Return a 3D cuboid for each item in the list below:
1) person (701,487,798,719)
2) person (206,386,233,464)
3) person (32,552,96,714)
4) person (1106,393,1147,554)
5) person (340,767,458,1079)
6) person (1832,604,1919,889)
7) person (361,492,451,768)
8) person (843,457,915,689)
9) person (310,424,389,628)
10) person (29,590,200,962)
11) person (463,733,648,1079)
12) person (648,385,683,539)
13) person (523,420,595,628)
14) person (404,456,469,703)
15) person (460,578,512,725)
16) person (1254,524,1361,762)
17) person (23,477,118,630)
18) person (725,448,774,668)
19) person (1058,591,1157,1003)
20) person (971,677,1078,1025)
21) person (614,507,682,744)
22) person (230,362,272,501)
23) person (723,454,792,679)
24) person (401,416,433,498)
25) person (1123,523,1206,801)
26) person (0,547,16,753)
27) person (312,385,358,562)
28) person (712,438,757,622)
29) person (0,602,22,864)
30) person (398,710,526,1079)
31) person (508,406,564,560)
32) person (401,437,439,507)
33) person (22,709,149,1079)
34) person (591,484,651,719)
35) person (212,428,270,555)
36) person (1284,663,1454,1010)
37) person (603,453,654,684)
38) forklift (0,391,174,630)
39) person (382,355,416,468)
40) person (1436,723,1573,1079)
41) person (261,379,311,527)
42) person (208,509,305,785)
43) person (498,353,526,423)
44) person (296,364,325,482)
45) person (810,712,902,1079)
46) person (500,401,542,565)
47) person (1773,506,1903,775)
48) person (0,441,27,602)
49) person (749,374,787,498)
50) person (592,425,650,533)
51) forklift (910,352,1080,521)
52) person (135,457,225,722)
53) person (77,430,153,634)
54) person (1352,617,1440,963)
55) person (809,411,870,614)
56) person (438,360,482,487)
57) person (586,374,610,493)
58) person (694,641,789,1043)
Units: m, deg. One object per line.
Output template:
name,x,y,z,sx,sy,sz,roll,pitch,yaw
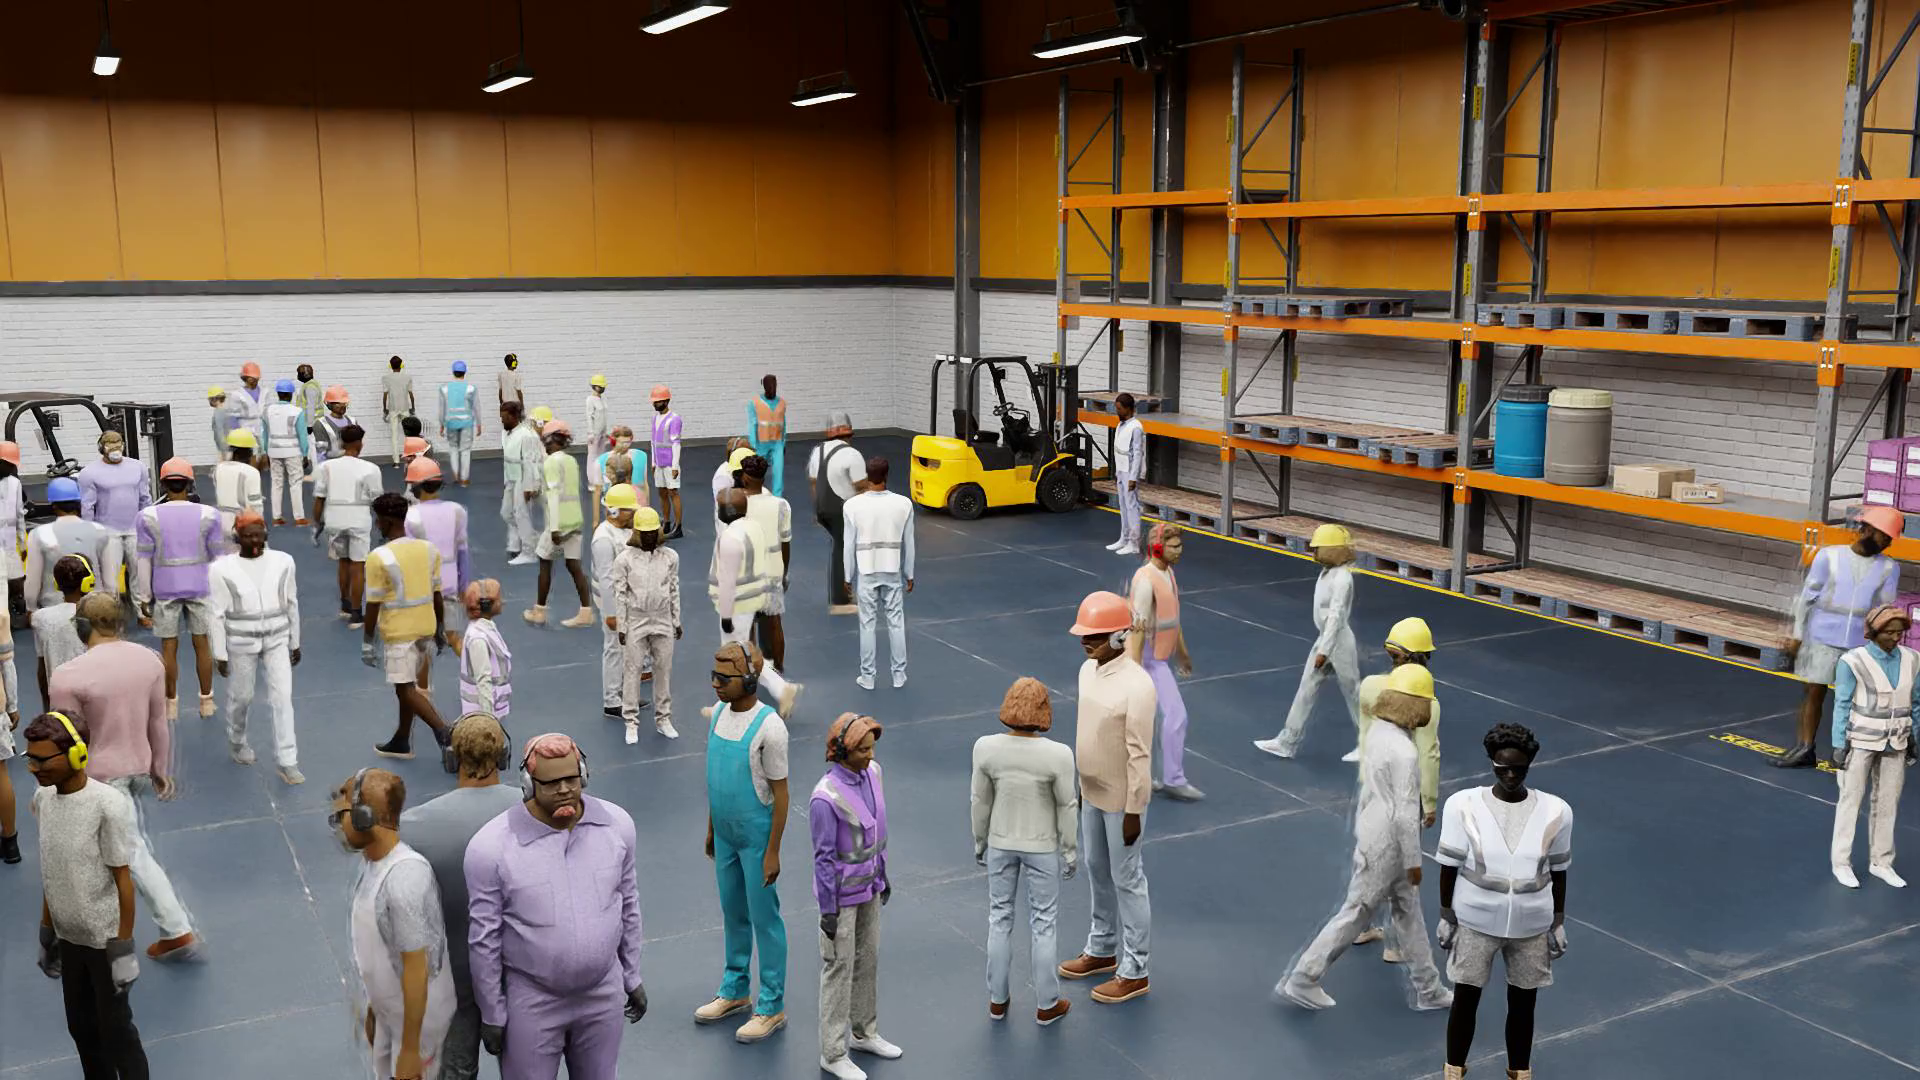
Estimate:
person,-1.601,0.502,12.635,0.767,1.816,0.659,2,10,12
person,-10.108,-1.229,22.827,0.413,1.730,0.646,-2,10,-10
person,-5.089,0.998,9.645,0.506,1.864,0.332,2,10,9
person,2.004,-0.791,19.786,0.390,1.913,0.587,-2,10,-14
person,-1.920,1.691,5.811,0.414,1.814,0.557,-6,12,-33
person,5.153,1.156,9.384,0.528,1.630,0.322,-1,10,-8
person,-3.787,0.632,11.532,0.881,1.931,0.622,5,11,26
person,-0.663,0.274,13.651,0.591,1.912,0.379,-2,10,-10
person,-5.857,-0.149,16.016,0.683,1.932,0.690,0,10,1
person,-4.297,1.194,8.446,1.010,1.897,0.644,3,10,14
person,-1.416,1.616,5.949,0.644,1.908,0.408,-7,12,-36
person,-3.696,-0.973,20.786,0.388,1.930,0.544,-10,14,-44
person,-3.867,-0.146,15.896,0.820,1.975,0.694,3,10,19
person,-4.013,0.366,12.848,0.807,2.023,0.613,8,13,38
person,-2.842,1.044,10.015,0.313,1.638,0.522,-3,10,-14
person,2.551,0.734,11.617,0.880,1.695,0.502,-1,10,-7
person,-6.614,0.483,12.467,0.889,1.915,0.608,6,12,32
person,-1.813,0.167,14.232,0.381,1.924,0.593,-9,13,-43
person,0.711,1.219,8.014,0.404,1.985,0.602,-4,11,-24
person,0.300,1.440,7.744,0.507,1.631,0.266,3,10,18
person,-2.269,0.617,12.165,0.492,1.742,0.323,-5,11,-27
person,-10.139,-1.554,23.877,0.571,2.018,0.660,7,12,34
person,-1.645,0.281,13.457,0.607,1.966,0.367,-7,12,-34
person,-6.274,-0.622,19.463,0.450,1.675,0.542,1,10,5
person,1.399,0.795,10.887,0.705,1.821,0.577,3,10,18
person,-6.979,0.619,11.691,0.652,1.904,0.402,5,11,26
person,-7.184,-0.775,19.322,0.375,2.044,0.607,5,11,24
person,-2.119,-0.070,15.891,0.429,1.831,0.632,3,10,15
person,-5.757,0.969,9.616,0.550,1.925,0.390,-9,13,-42
person,-1.744,1.575,6.126,0.637,1.930,0.373,-5,11,-27
person,-4.923,-0.664,19.415,0.791,1.780,0.681,1,10,7
person,-5.397,-0.171,16.698,0.337,1.743,0.562,-3,10,-17
person,-3.388,1.557,6.445,0.521,1.857,0.343,5,11,27
person,-2.619,0.468,12.811,0.403,1.821,0.601,1,10,6
person,-6.821,-0.119,15.927,0.614,1.910,0.560,4,11,21
person,1.968,1.403,7.795,0.890,1.687,0.493,1,10,3
person,-2.748,0.237,13.795,0.353,1.936,0.633,-4,11,-23
forklift,-9.026,-0.363,16.508,1.214,2.155,2.313,6,11,29
person,-9.315,-2.126,27.609,0.533,1.864,0.311,-4,11,-22
person,2.221,1.569,6.820,0.542,1.695,0.316,1,10,8
person,-8.767,-1.128,21.659,0.624,1.938,0.426,1,10,7
person,-4.823,0.699,11.392,0.584,1.851,0.918,-7,12,-35
person,-7.549,-2.212,28.104,0.509,1.867,0.329,5,11,25
person,-10.161,-1.832,26.013,0.430,1.836,0.626,-4,10,-20
person,-0.474,1.533,7.216,0.323,1.631,0.526,5,11,25
person,-5.054,-0.660,19.077,0.456,1.893,0.627,-8,13,-38
person,5.977,0.693,11.349,0.695,1.890,0.374,3,10,15
person,-8.718,0.054,14.975,0.591,1.897,0.634,5,11,25
person,-2.688,-1.374,23.175,0.597,1.897,0.810,-7,12,-34
person,-3.454,-0.287,17.155,0.768,1.821,0.537,-7,12,-37
forklift,0.460,-1.461,22.833,2.313,2.155,1.214,-5,11,-28
person,-5.944,0.380,12.729,0.618,2.028,0.409,-6,11,-30
person,-7.914,-0.079,15.657,0.384,1.929,0.635,9,13,41
person,2.227,1.257,8.447,0.343,1.756,0.518,-6,12,-32
person,-1.088,-0.297,16.575,0.680,2.000,0.770,-7,12,-36
person,-7.612,-1.778,25.406,0.646,1.926,0.571,-1,10,-4
person,-5.389,-1.592,24.843,0.337,1.760,0.526,3,10,17
person,-0.988,1.360,7.596,0.504,1.847,0.345,9,14,43
